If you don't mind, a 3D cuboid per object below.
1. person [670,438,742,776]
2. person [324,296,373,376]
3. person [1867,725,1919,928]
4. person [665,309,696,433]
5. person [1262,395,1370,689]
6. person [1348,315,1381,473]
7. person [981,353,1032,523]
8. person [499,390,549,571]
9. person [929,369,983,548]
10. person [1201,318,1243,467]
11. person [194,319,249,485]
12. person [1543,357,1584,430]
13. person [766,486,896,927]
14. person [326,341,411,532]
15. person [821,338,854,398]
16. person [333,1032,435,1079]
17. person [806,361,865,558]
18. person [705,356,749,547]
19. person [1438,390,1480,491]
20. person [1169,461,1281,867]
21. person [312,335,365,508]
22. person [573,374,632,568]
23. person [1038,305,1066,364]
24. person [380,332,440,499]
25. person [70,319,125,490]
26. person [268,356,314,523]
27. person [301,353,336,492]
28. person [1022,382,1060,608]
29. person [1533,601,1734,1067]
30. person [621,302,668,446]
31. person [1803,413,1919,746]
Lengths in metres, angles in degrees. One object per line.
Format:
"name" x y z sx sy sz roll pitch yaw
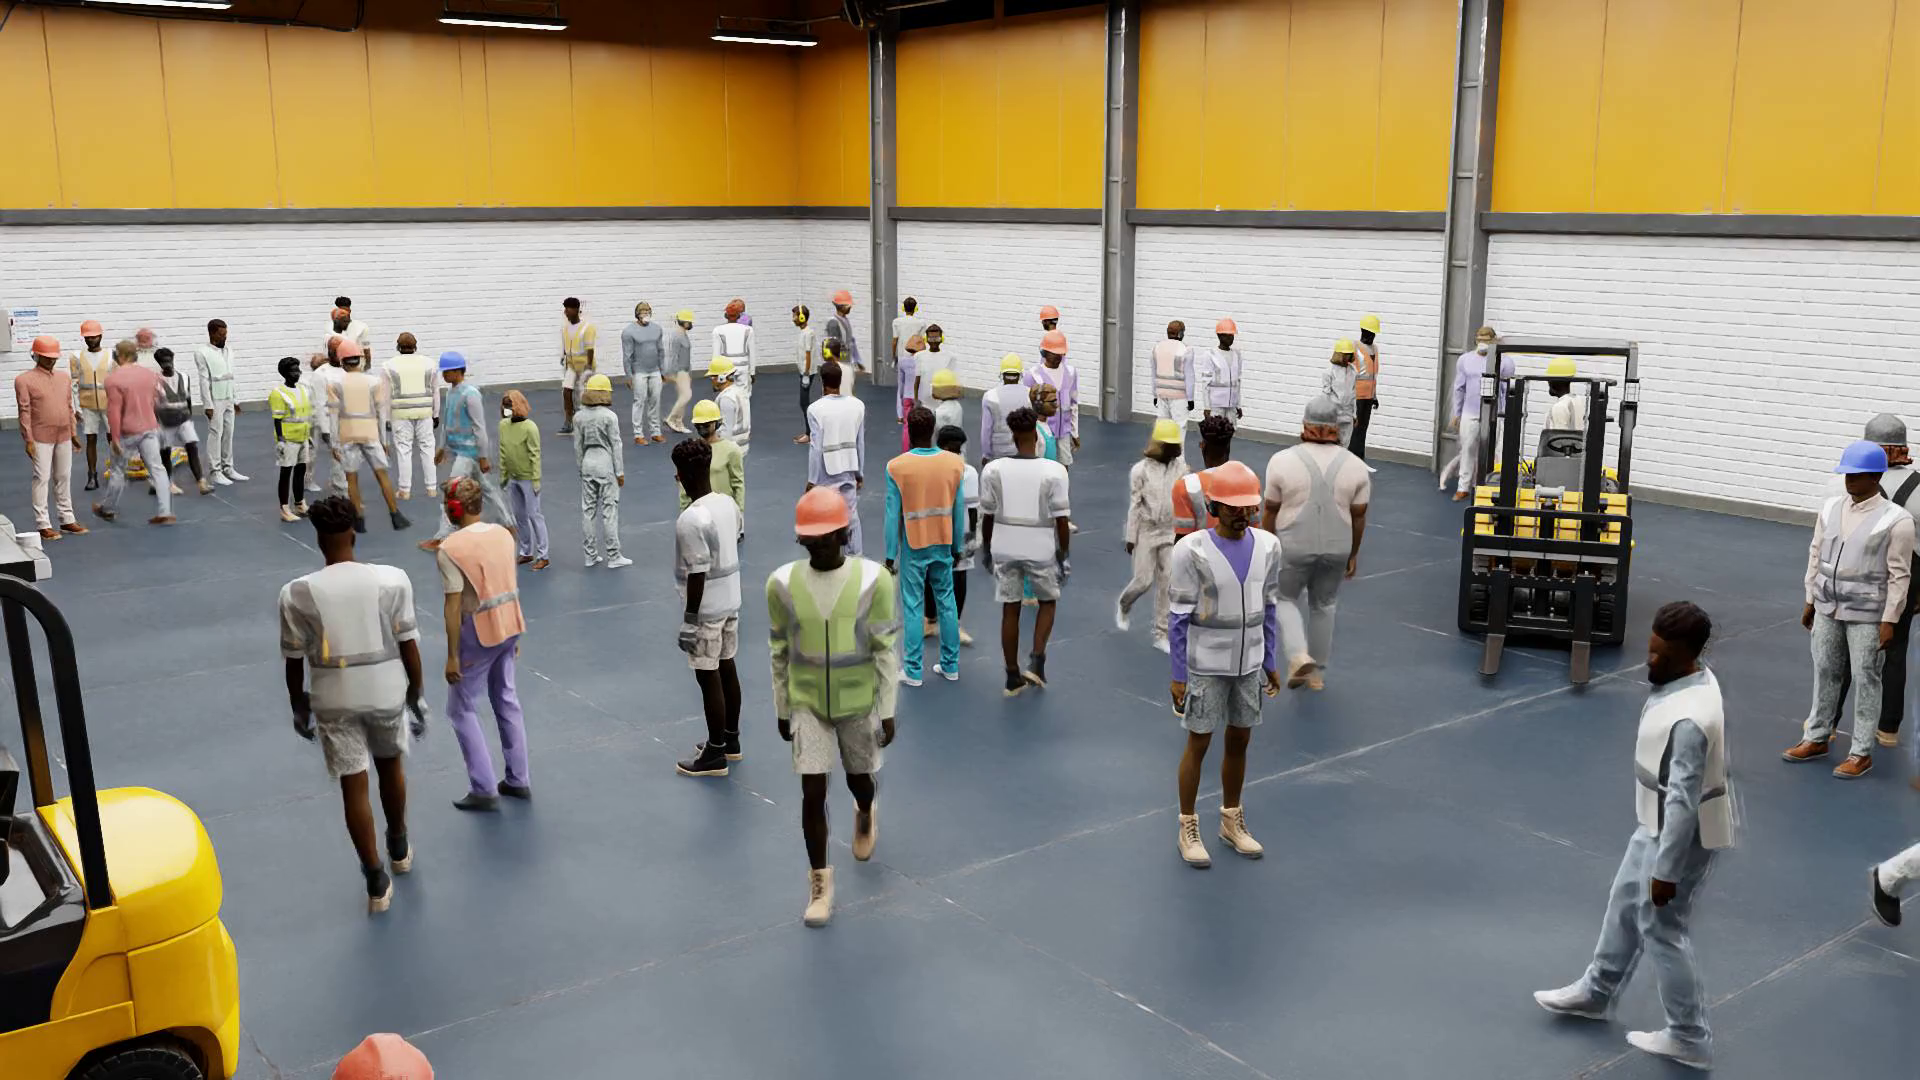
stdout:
"person" -1.466 0.386 9.575 0.391 1.957 0.608 3 12 15
"person" -8.407 -2.373 22.874 0.612 1.964 0.364 -3 12 -13
"person" 4.396 0.943 7.235 0.611 1.808 0.588 -5 13 -22
"person" -3.874 -2.353 23.300 0.388 1.740 0.542 2 12 7
"person" 2.358 0.027 11.106 0.694 2.000 0.636 0 12 -2
"person" 4.834 -1.738 19.931 0.586 1.917 0.381 -11 16 -44
"person" 0.489 -0.863 15.904 0.591 1.834 0.404 -1 12 -7
"person" -3.905 -0.535 14.854 0.507 1.622 0.331 9 15 38
"person" -0.047 -0.737 15.587 0.671 1.721 0.492 5 13 21
"person" 3.016 -1.571 19.066 0.545 1.942 0.350 -6 13 -28
"person" -8.589 -1.605 19.295 0.392 1.916 0.591 2 12 10
"person" 5.258 -0.648 14.640 0.382 1.924 0.594 7 14 31
"person" -0.591 0.717 7.819 0.607 2.025 0.826 0 12 2
"person" -5.899 -1.016 16.565 0.718 1.896 0.562 -6 13 -28
"person" -1.337 -1.218 17.636 0.572 1.824 0.583 10 15 40
"person" -1.072 1.816 3.250 0.567 1.719 0.568 9 15 38
"person" -1.058 -0.576 14.316 0.597 1.915 0.370 -11 16 -42
"person" -2.218 -0.847 15.881 0.403 1.817 0.601 0 12 -1
"person" 5.670 -1.330 18.448 0.798 1.720 0.558 11 16 43
"person" 1.333 0.613 8.267 0.615 2.041 0.385 -5 13 -22
"person" -6.592 -1.246 17.668 0.446 1.869 0.624 6 13 27
"person" -3.224 -0.619 14.967 0.483 1.735 0.311 5 13 23
"person" 1.165 -2.042 21.354 0.374 1.934 0.549 3 12 16
"person" -6.045 -1.368 18.327 0.626 1.844 0.429 -7 13 -30
"person" -9.771 -1.532 18.880 0.542 1.939 0.368 -4 13 -21
"person" -6.840 -1.037 17.076 0.319 1.695 0.538 3 12 15
"person" -7.125 -1.303 18.611 0.795 1.581 0.536 7 13 30
"person" 0.639 -0.360 13.485 0.351 1.842 0.508 3 12 12
"person" 2.596 1.102 6.346 0.653 1.876 0.657 5 13 24
"person" -4.217 -2.223 22.257 0.382 1.928 0.635 11 16 43
"person" 5.547 0.226 10.146 0.681 2.000 0.535 3 12 14
